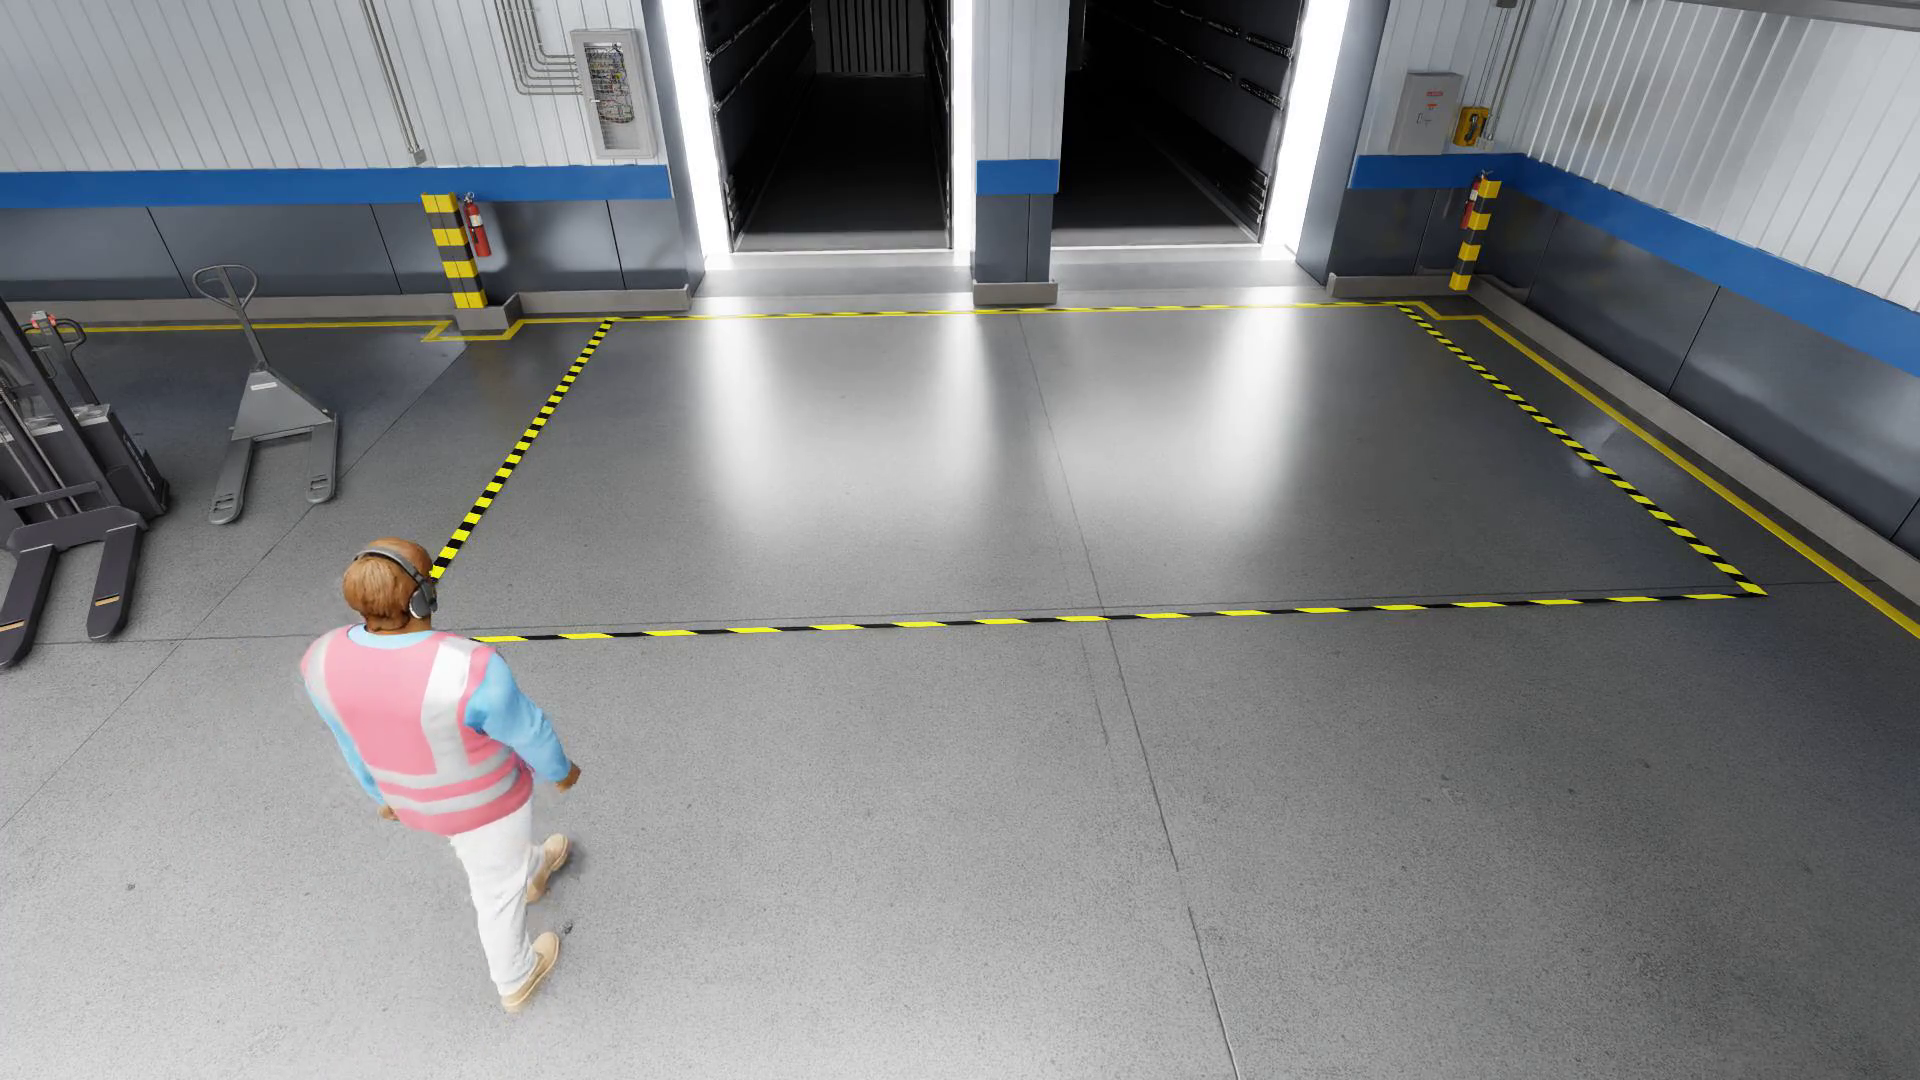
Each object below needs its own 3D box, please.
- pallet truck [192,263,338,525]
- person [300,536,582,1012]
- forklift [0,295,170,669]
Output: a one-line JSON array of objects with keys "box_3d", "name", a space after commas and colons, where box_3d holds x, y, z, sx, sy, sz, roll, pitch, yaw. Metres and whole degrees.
[{"box_3d": [-4.778, -1.027, 6.128, 0.680, 1.201, 1.601, -17, 38, -23], "name": "pallet truck"}, {"box_3d": [-1.593, 0.758, 3.051, 0.626, 1.823, 0.682, 8, 36, 12], "name": "person"}, {"box_3d": [-5.212, -0.618, 4.878, 0.823, 1.965, 1.885, -20, 39, -26], "name": "forklift"}]
